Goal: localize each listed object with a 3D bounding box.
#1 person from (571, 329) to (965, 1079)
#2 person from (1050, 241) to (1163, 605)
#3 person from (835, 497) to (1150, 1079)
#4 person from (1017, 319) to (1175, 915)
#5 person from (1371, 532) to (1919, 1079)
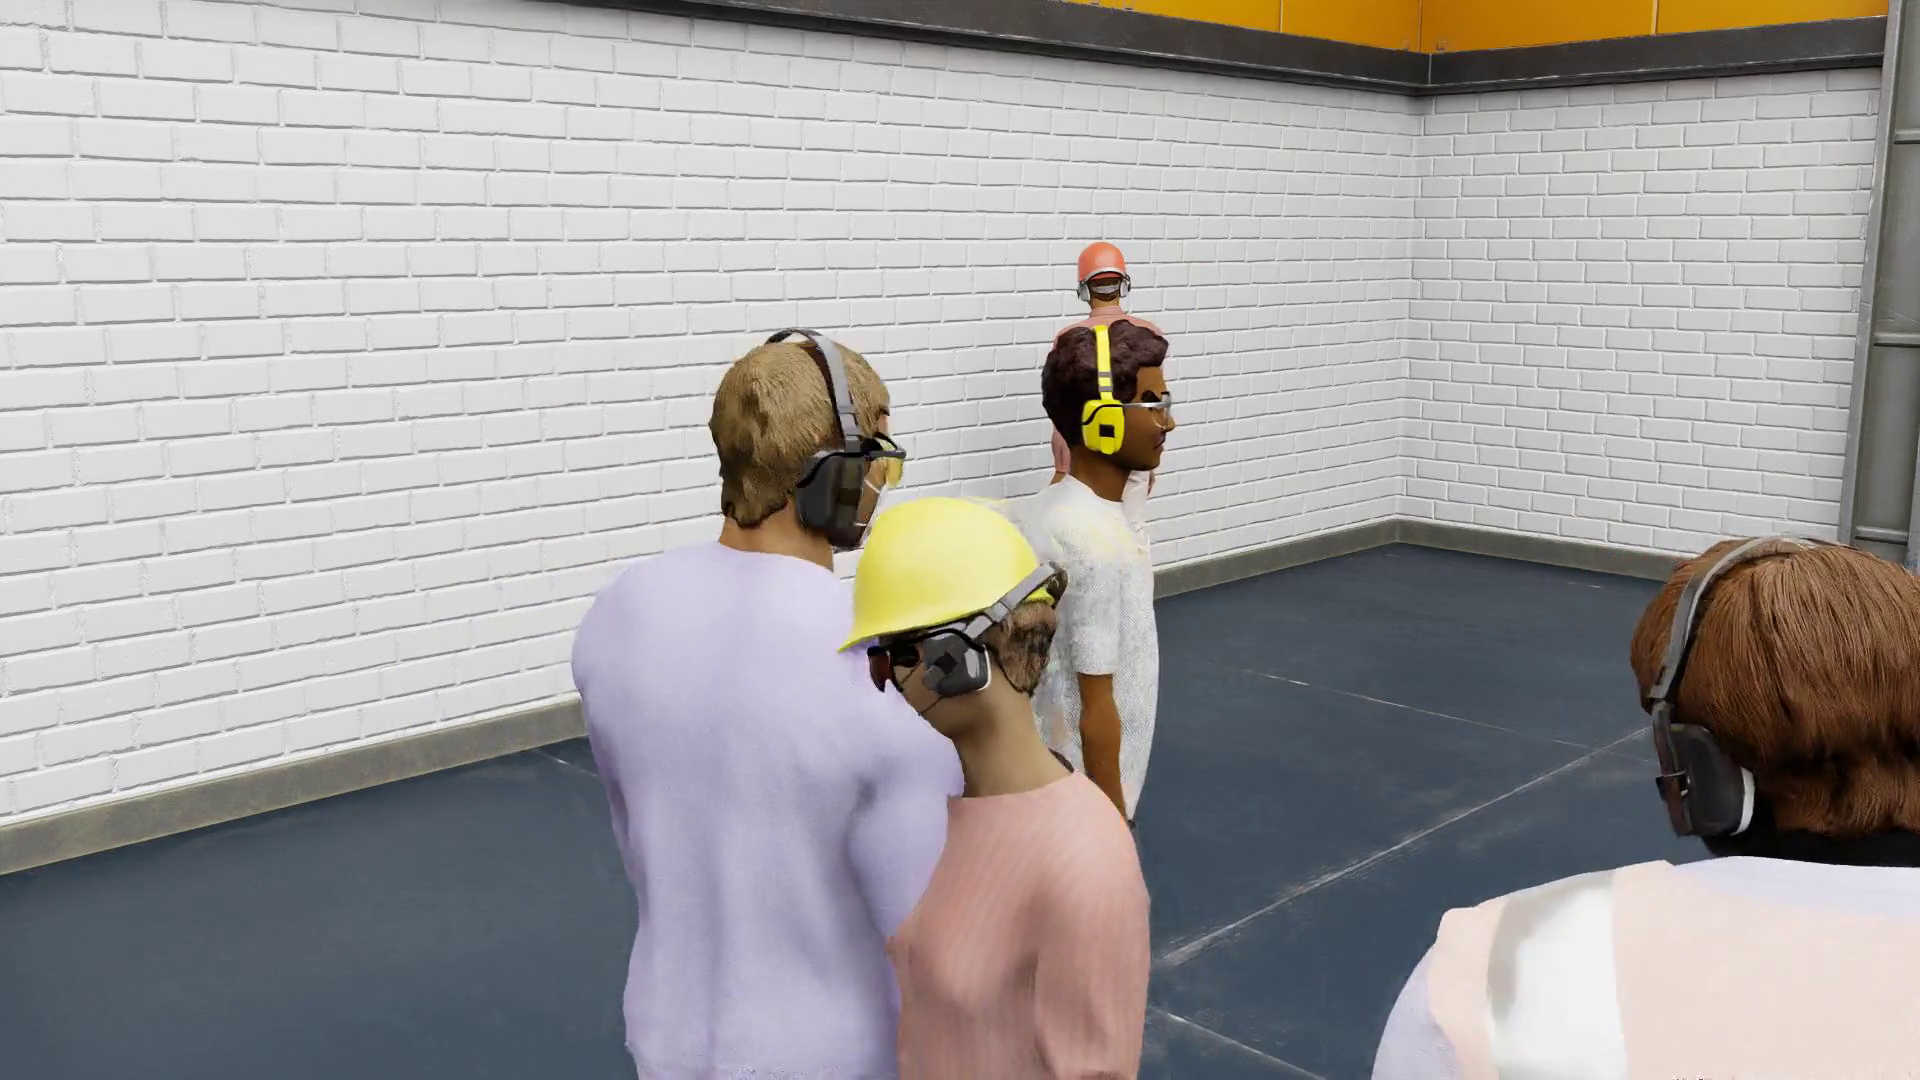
[{"bbox_3d":[-0.231,0.684,2.197,0.683,1.908,0.653,7,12,32],"label":"person"},{"bbox_3d":[0.662,-0.364,7.666,0.613,1.991,0.391,-6,12,-31],"label":"person"},{"bbox_3d":[0.110,0.805,1.999,0.546,1.726,0.532,-5,12,-26],"label":"person"},{"bbox_3d":[0.250,0.526,3.138,0.333,1.873,0.520,-1,10,-7],"label":"person"},{"bbox_3d":[0.619,0.900,1.315,0.669,1.798,0.499,3,11,13],"label":"person"}]
